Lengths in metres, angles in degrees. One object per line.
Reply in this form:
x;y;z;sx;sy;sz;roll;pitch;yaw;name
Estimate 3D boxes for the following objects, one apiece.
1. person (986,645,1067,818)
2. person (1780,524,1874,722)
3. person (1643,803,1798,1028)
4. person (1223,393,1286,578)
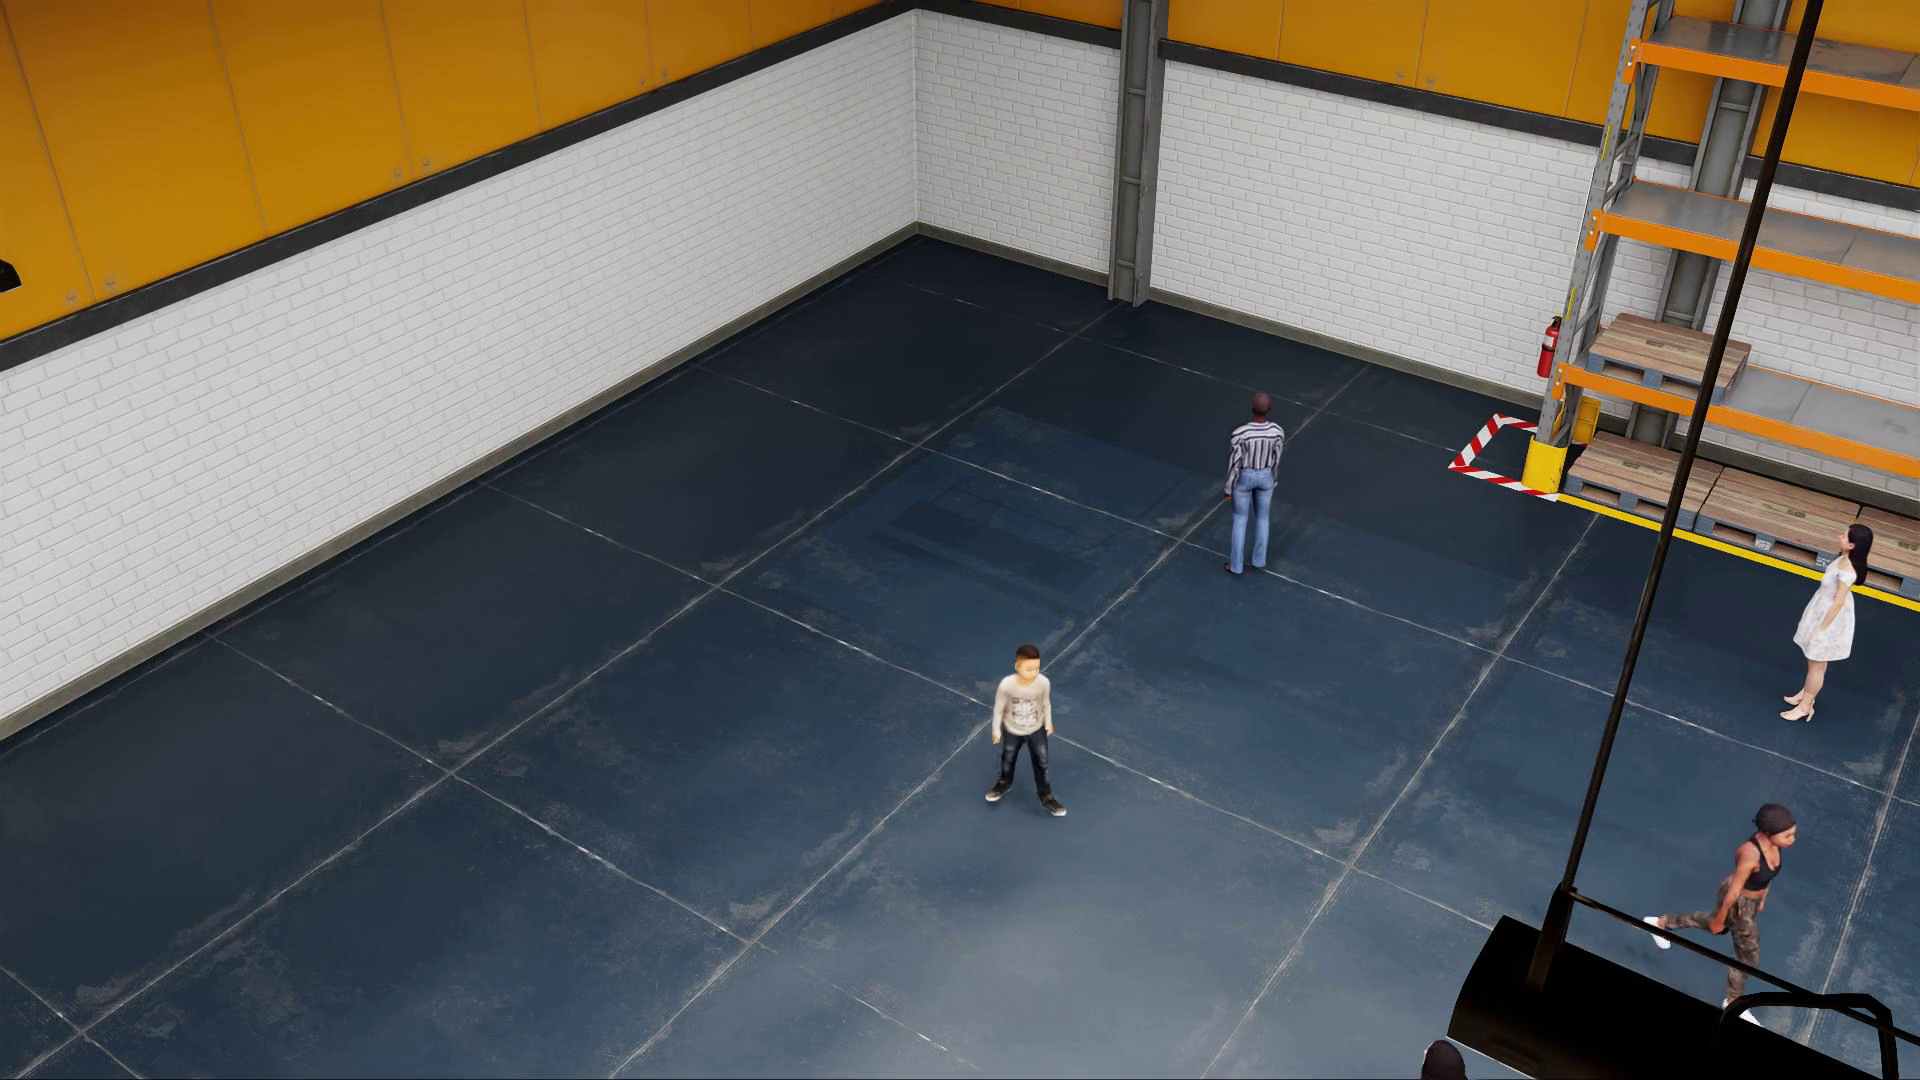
0.439;1.318;11.984;0.848;1.451;0.914;-1;34;-1;person
6.636;0.631;12.725;0.625;1.774;0.642;20;38;27;person
4.790;2.239;10.404;0.763;1.667;1.191;-29;43;-36;person
2.533;-0.472;14.365;0.690;1.796;0.741;-7;34;-10;person
